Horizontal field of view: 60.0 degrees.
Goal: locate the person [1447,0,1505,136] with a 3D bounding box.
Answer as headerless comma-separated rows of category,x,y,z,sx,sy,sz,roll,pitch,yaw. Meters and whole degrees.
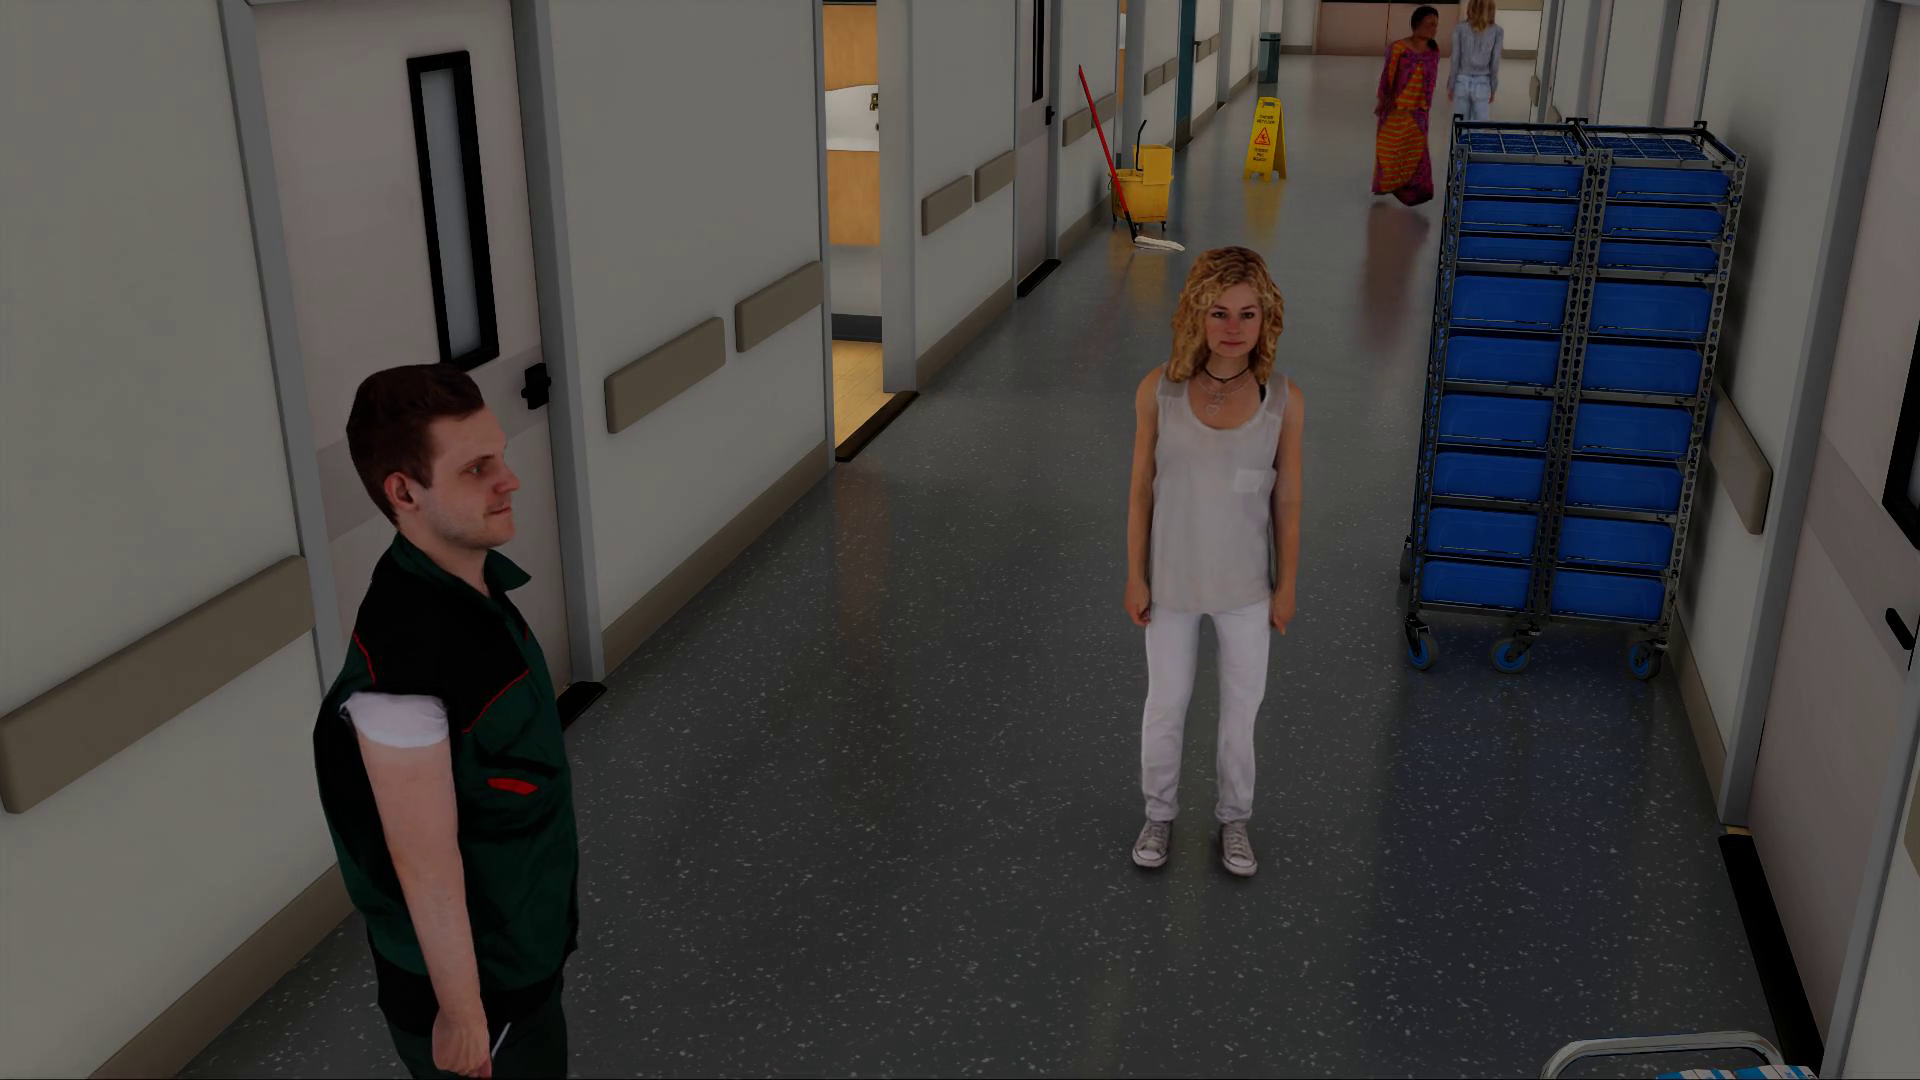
person,4.539,-3.970,14.782,0.600,1.782,0.704,7,22,17

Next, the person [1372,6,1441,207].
person,3.850,-3.757,14.403,1.026,1.637,1.286,-1,21,-3

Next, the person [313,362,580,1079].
person,-0.744,0.619,2.582,0.787,1.841,0.672,-5,21,-14

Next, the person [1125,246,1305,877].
person,0.640,0.070,4.272,0.596,1.671,0.554,4,21,10
